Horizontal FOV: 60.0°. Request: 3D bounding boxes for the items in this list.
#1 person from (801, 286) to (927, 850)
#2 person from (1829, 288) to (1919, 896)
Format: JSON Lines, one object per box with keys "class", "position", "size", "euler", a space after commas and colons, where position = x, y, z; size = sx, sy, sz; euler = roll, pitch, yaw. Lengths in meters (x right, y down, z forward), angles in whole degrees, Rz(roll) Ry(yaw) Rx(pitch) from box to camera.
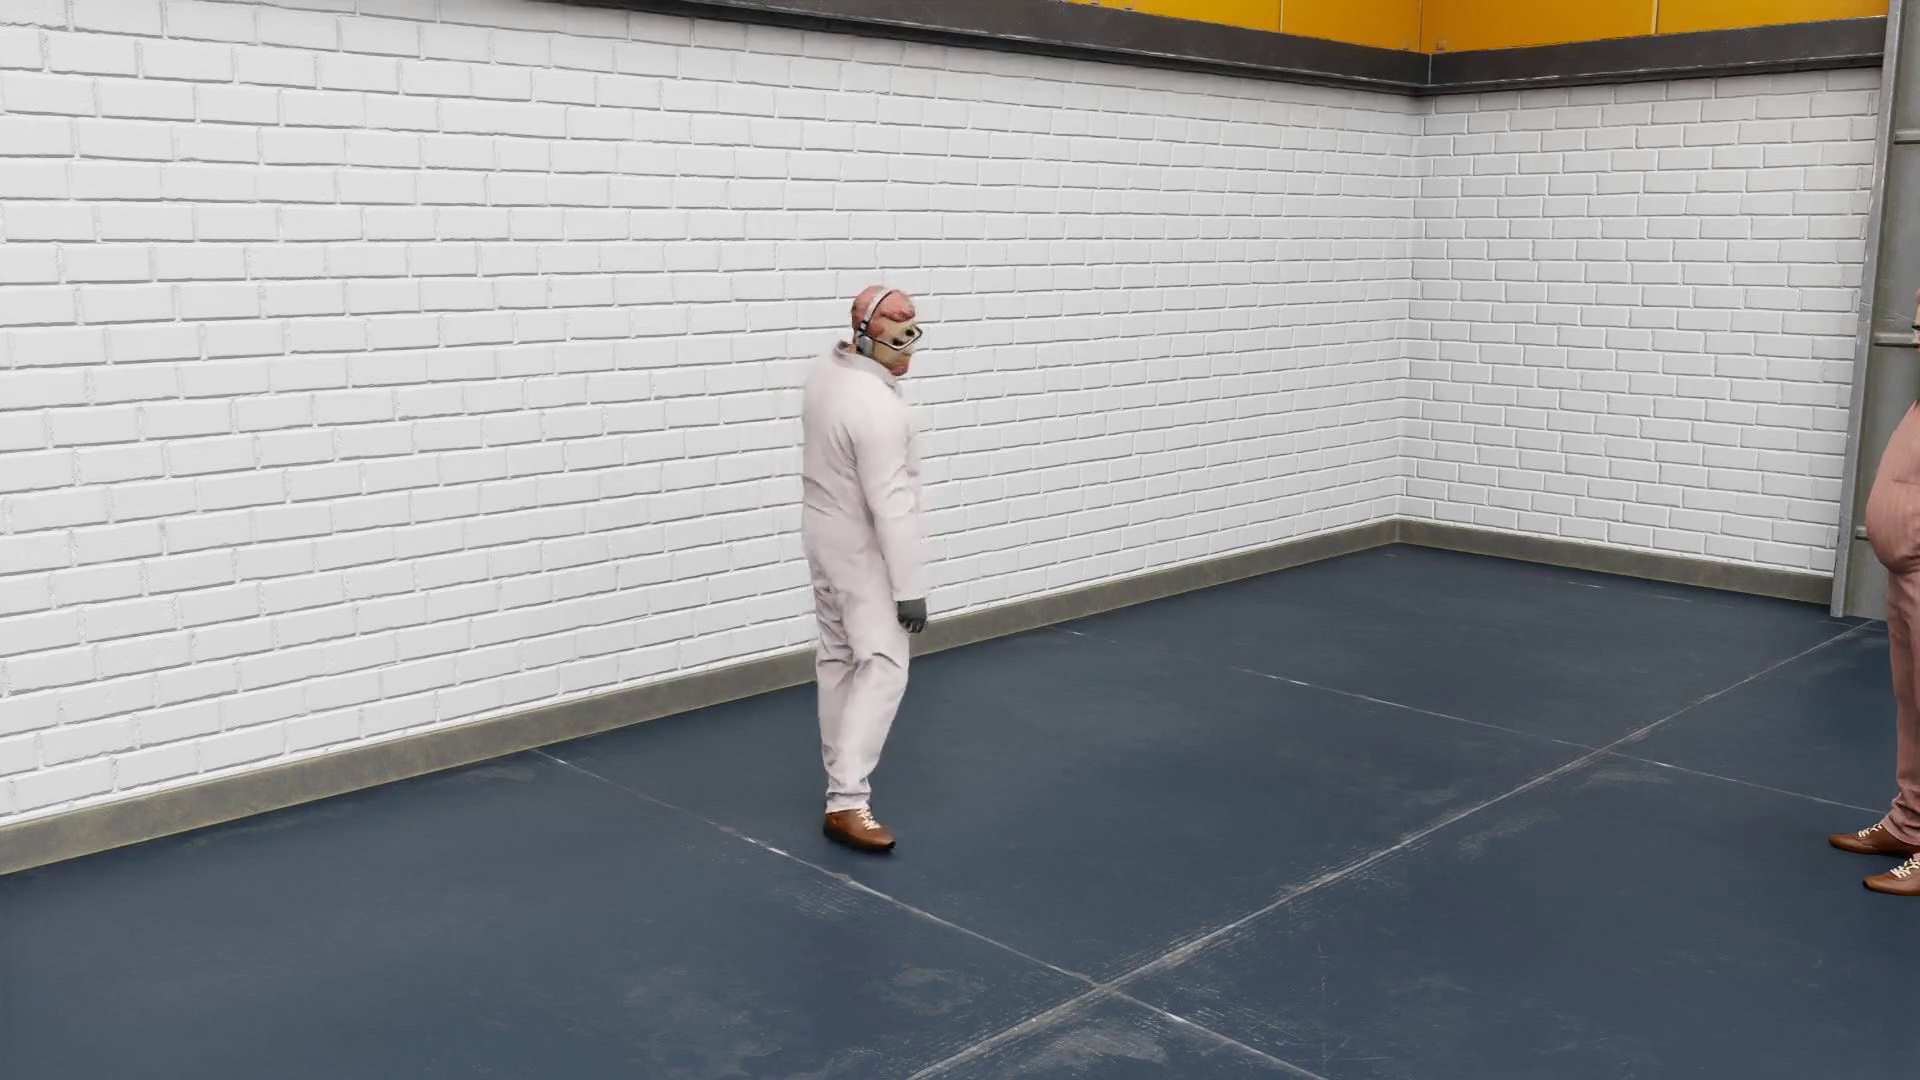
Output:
{"class": "person", "position": [-0.318, 0.077, 5.643], "size": [0.398, 1.860, 0.726], "euler": [-5, 12, -26]}
{"class": "person", "position": [3.004, 0.146, 5.132], "size": [0.407, 1.902, 0.639], "euler": [3, 11, 14]}
